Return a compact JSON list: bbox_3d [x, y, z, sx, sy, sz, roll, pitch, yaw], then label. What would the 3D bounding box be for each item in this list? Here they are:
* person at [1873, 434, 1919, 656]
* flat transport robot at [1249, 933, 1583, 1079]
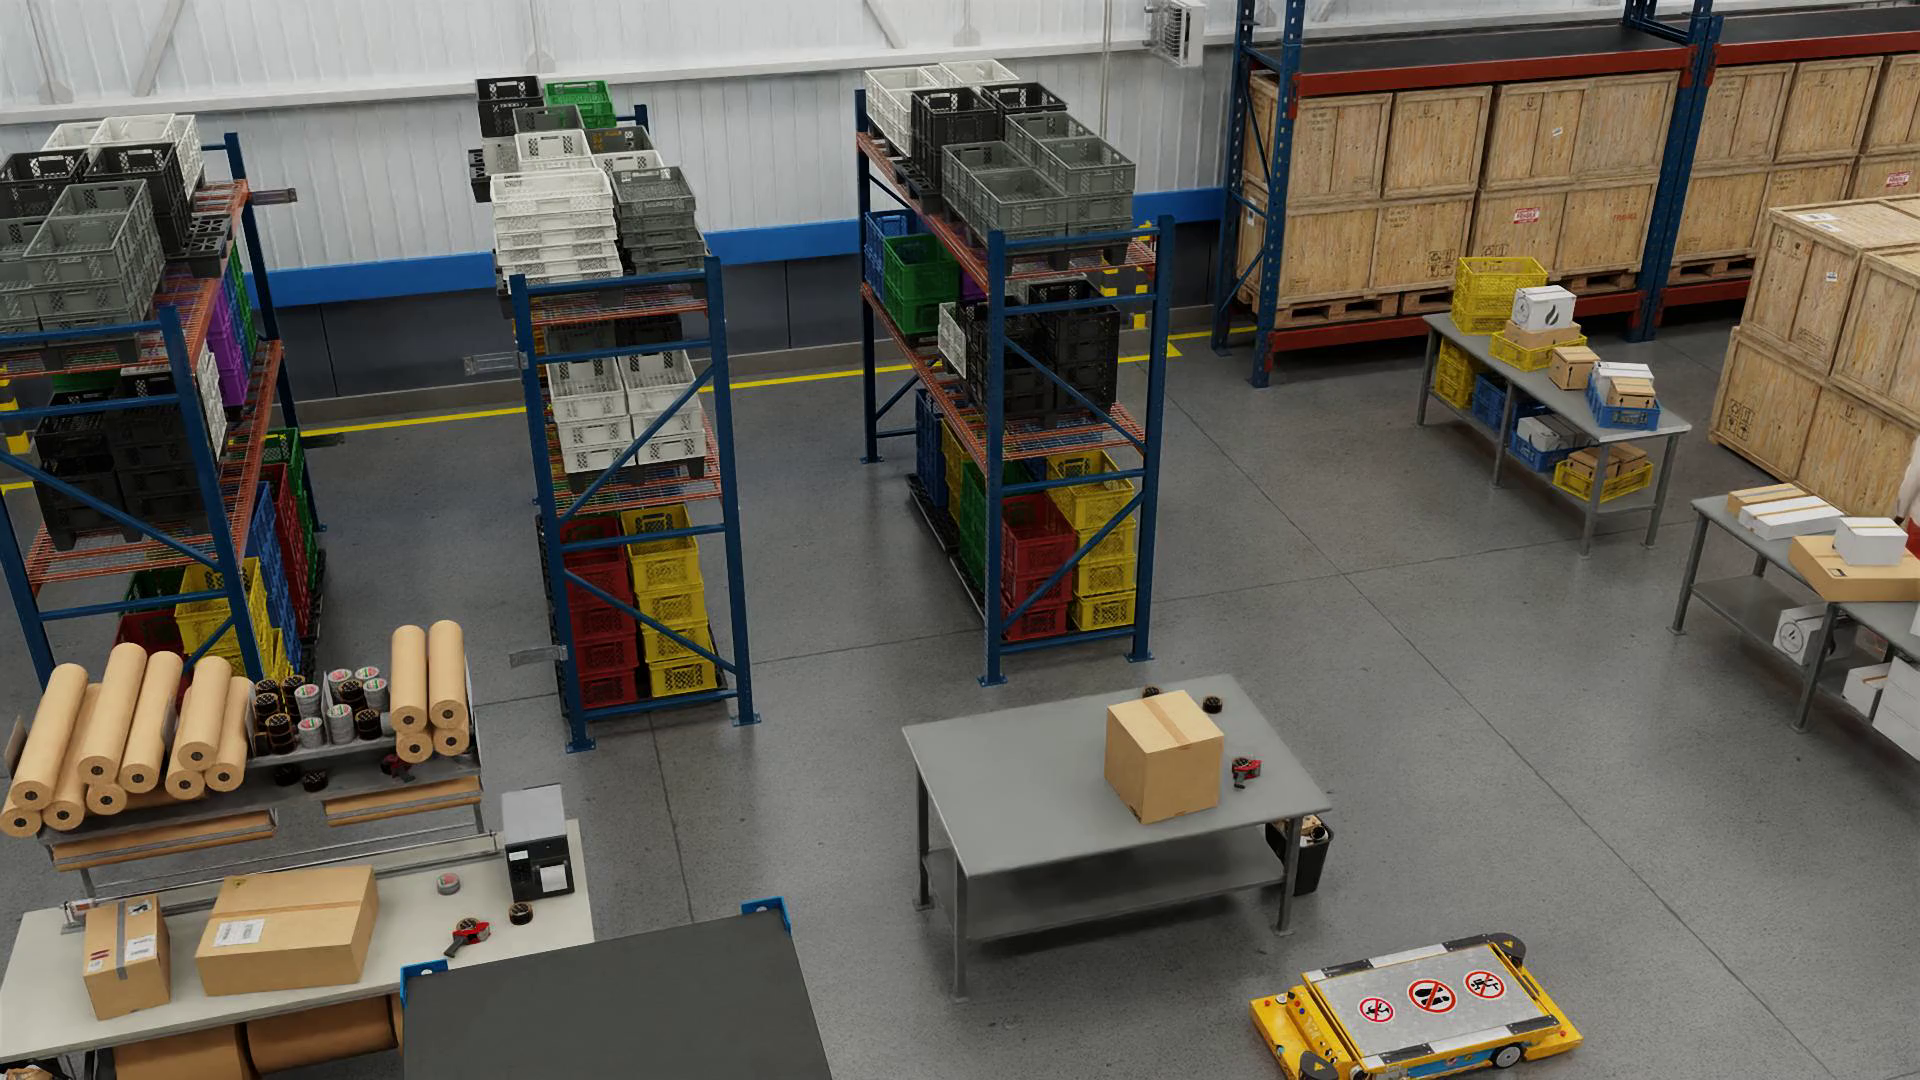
[{"bbox_3d":[6.299,-0.127,10.602,0.622,1.991,0.394,18,33,29],"label":"person"},{"bbox_3d":[2.184,2.282,7.980,1.431,0.197,0.652,-8,30,-14],"label":"flat transport robot"}]
